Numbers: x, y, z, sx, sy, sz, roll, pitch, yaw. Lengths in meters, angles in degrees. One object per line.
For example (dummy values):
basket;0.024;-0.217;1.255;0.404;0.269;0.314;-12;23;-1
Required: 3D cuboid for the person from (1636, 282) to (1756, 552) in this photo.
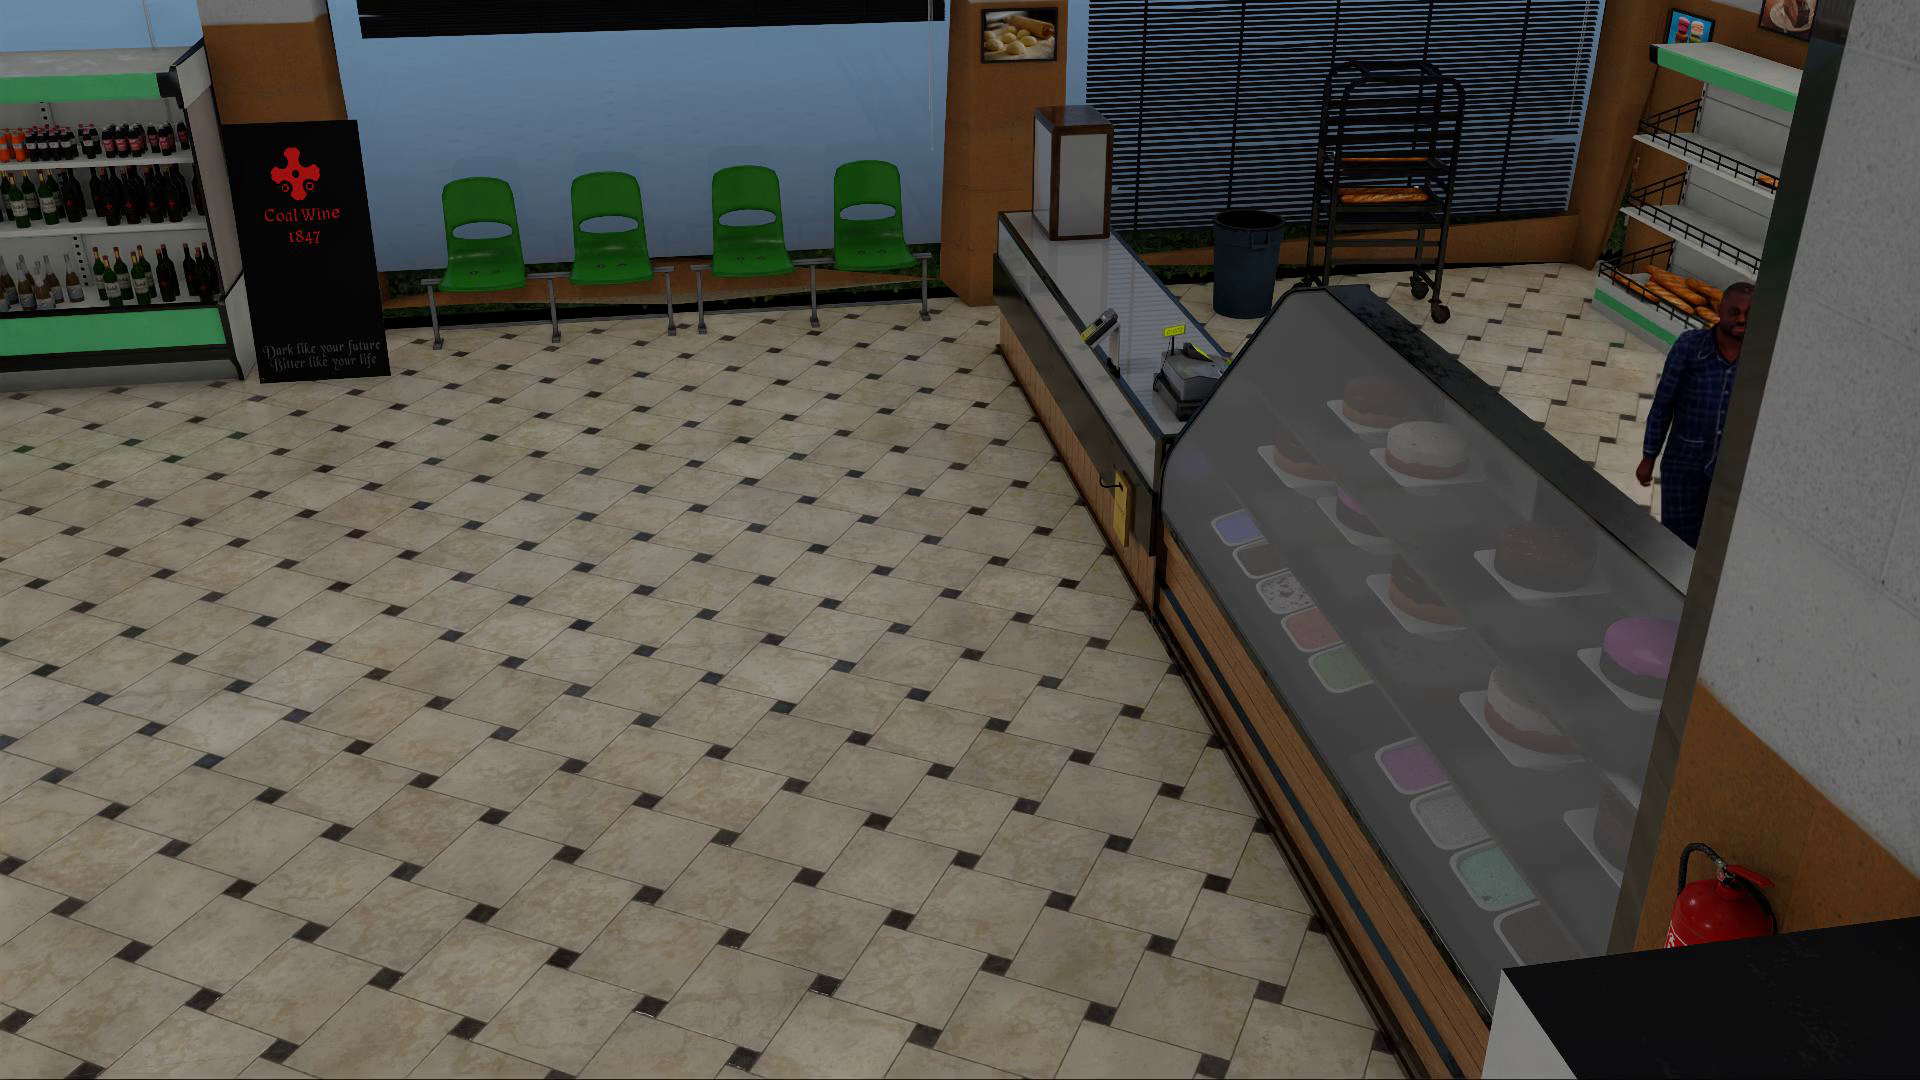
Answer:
person;3.511;-0.359;7.896;1.210;1.770;1.031;5;27;9
